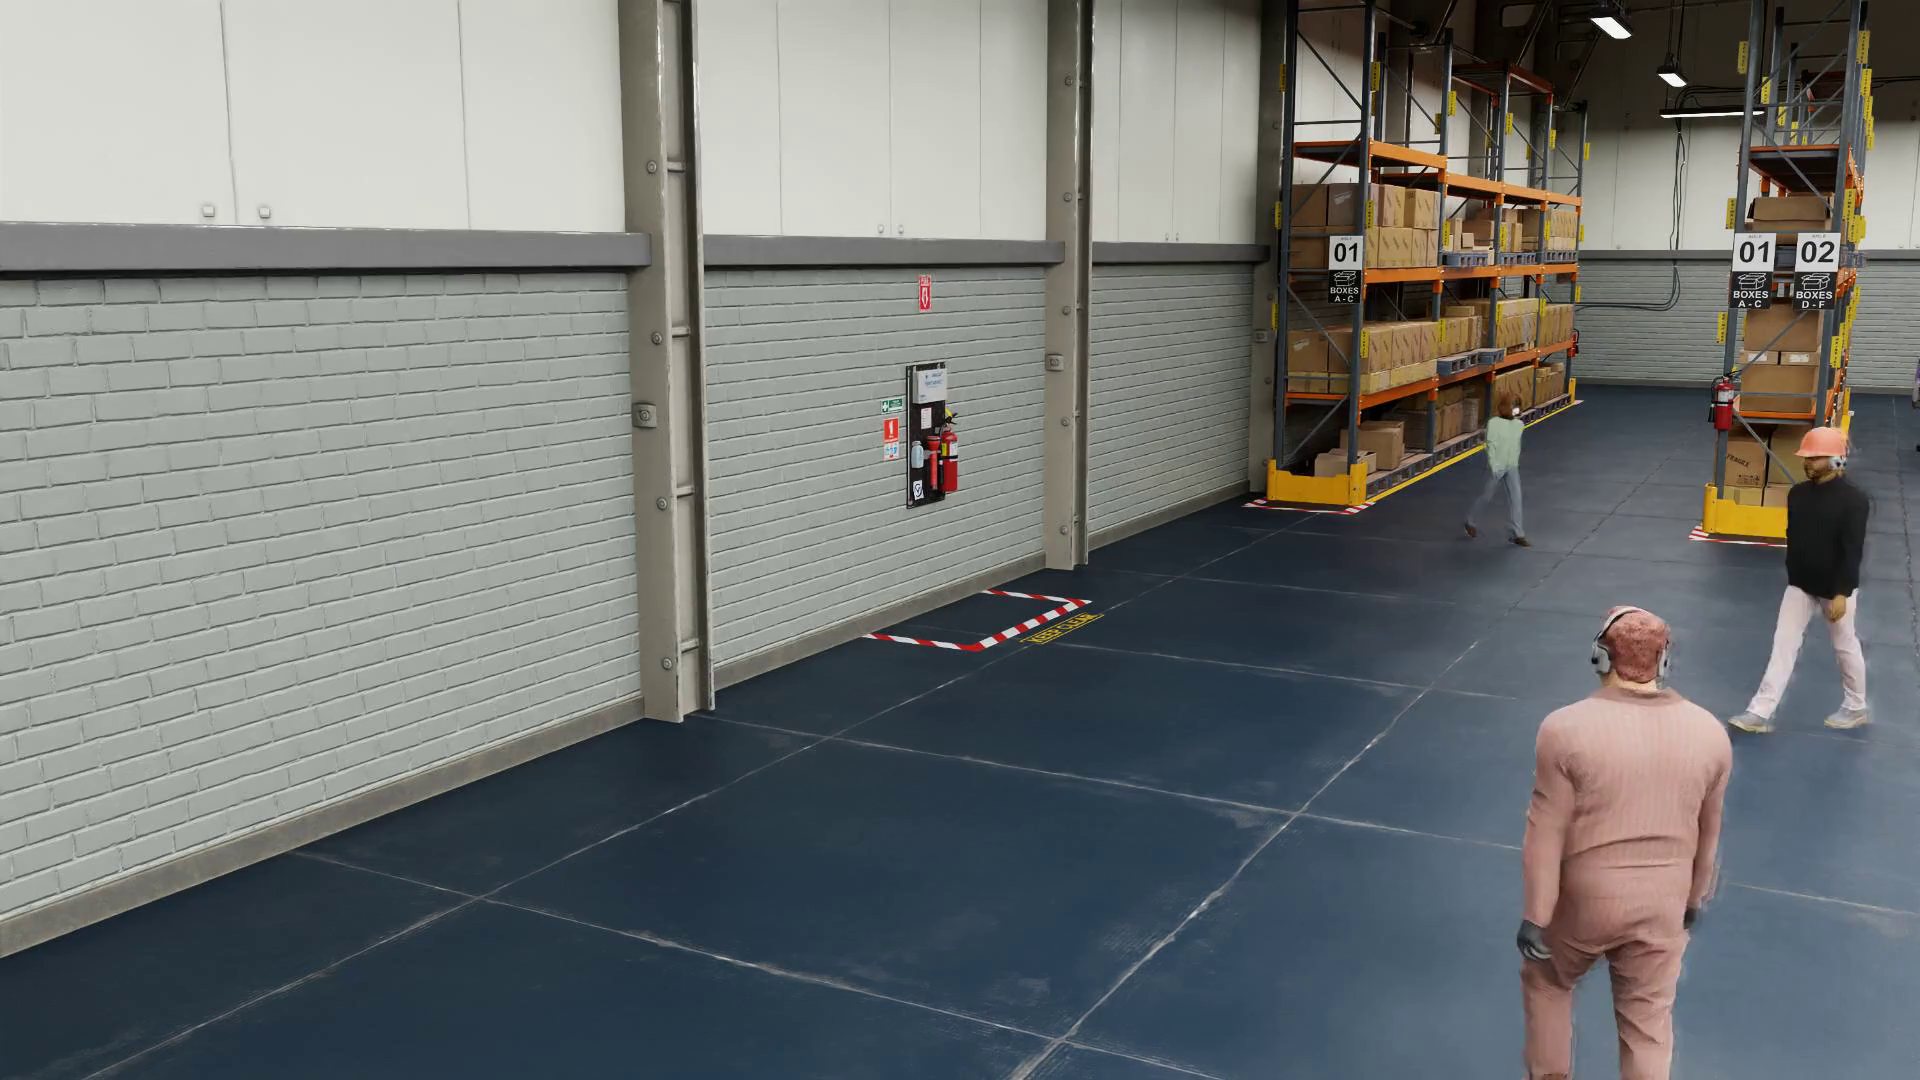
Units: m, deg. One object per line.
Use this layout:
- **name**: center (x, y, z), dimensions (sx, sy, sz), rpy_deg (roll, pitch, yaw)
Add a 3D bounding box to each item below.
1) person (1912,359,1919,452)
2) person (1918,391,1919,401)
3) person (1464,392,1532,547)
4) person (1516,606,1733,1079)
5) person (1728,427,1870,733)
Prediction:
- **person**: center (14.413, -2.126, 24.603), dimensions (0.551, 1.873, 1.038), rpy_deg (1, 10, 8)
- **person**: center (15.069, -2.318, 25.707), dimensions (0.515, 1.872, 0.333), rpy_deg (6, 11, 30)
- **person**: center (5.646, -0.760, 17.412), dimensions (0.500, 1.599, 0.850), rpy_deg (-4, 10, -20)
- **person**: center (2.100, 1.136, 5.435), dimensions (0.687, 1.879, 0.733), rpy_deg (-1, 10, -4)
- **person**: center (5.358, 0.266, 10.386), dimensions (1.047, 1.942, 0.628), rpy_deg (-4, 10, -21)
